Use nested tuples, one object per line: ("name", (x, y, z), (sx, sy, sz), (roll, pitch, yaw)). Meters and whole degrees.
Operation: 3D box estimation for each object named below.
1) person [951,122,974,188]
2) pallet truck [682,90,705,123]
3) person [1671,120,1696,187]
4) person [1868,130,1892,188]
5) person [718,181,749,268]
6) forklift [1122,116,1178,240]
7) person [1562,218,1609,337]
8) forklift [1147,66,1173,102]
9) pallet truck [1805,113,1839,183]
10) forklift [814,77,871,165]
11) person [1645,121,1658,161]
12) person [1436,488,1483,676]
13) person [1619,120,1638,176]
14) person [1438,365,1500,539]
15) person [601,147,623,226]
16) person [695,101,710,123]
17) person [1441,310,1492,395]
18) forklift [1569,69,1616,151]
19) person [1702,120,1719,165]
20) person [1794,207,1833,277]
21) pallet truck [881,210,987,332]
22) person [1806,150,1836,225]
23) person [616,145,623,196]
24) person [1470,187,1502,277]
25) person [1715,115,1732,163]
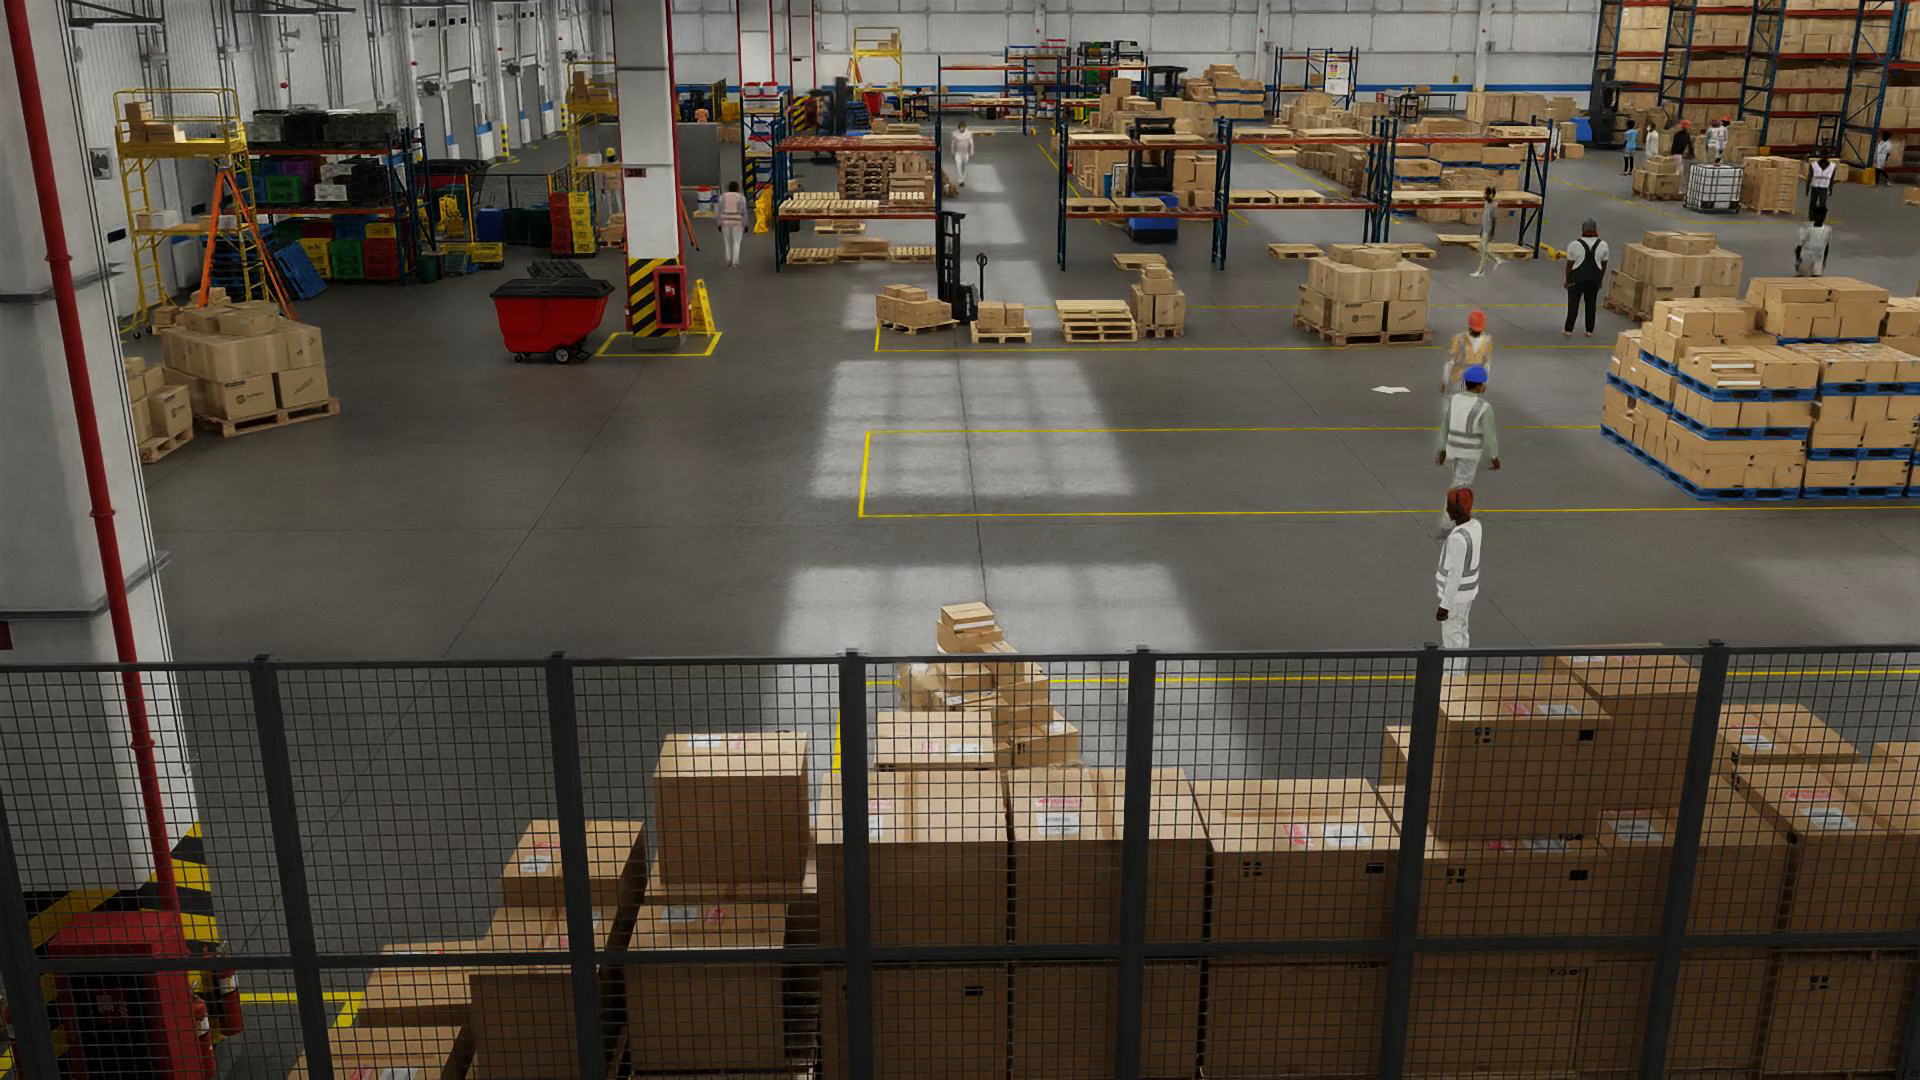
("person", (0.076, -11.422, 49.288), (0.650, 1.885, 1.023), (-3, 19, -9))
("pallet truck", (-9.671, -15.907, 62.421), (0.823, 1.965, 1.885), (5, 19, 15))
("person", (21.417, -11.426, 49.207), (0.648, 1.936, 0.992), (-15, 23, -37))
("person", (27.254, -11.229, 49.020), (0.640, 1.677, 0.531), (1, 19, 3))
("person", (-4.824, -6.744, 35.558), (0.645, 1.801, 0.748), (1, 19, 2))
("forklift", (4.550, -8.602, 39.388), (1.129, 2.768, 1.873), (-1, 19, -2))
("person", (10.684, -4.498, 28.509), (0.684, 2.000, 0.538), (2, 19, 5))
("forklift", (7.425, -16.286, 62.184), (1.129, 2.768, 1.873), (-9, 21, -25))
("pallet truck", (26.403, -11.957, 50.702), (0.823, 1.965, 1.885), (6, 19, 16))
("forklift", (-3.904, -13.911, 55.138), (1.873, 2.768, 1.129), (-1, 19, -1))
("person", (20.375, -11.374, 49.101), (0.396, 1.926, 0.641), (3, 19, 9))
("person", (4.177, 0.458, 14.043), (0.356, 1.887, 0.572), (11, 21, 29))
("person", (20.998, -12.302, 52.188), (0.532, 1.697, 0.322), (-10, 21, -27))
("person", (5.645, -0.972, 18.257), (0.941, 1.903, 0.634), (-10, 21, -27))
("person", (-8.665, -8.823, 41.512), (0.587, 1.928, 0.362), (1, 19, 3))
("person", (-9.360, -15.081, 60.429), (0.541, 1.700, 0.316), (-6, 19, -16))
("person", (6.578, -2.125, 21.733), (0.613, 1.879, 0.908), (-3, 19, -9))
("forklift", (23.131, -15.583, 60.100), (1.129, 2.768, 1.873), (-15, 24, -37))
("person", (24.243, -12.696, 53.502), (0.518, 1.603, 0.815), (-1, 19, -4))
("person", (15.821, -5.236, 30.904), (0.611, 1.919, 1.032), (2, 19, 6))
("pallet truck", (-0.493, -4.759, 29.349), (1.885, 1.965, 0.823), (-13, 23, -34))
("person", (21.326, -8.705, 41.254), (0.623, 1.867, 0.988), (7, 20, 20))
("person", (-8.528, -9.212, 42.679), (0.594, 1.912, 0.527), (-12, 22, -33))
("person", (10.916, -6.359, 34.314), (0.582, 1.858, 0.538), (0, 19, 0))
("person", (23.524, -12.135, 51.348), (0.388, 1.930, 0.541), (10, 21, 28))
